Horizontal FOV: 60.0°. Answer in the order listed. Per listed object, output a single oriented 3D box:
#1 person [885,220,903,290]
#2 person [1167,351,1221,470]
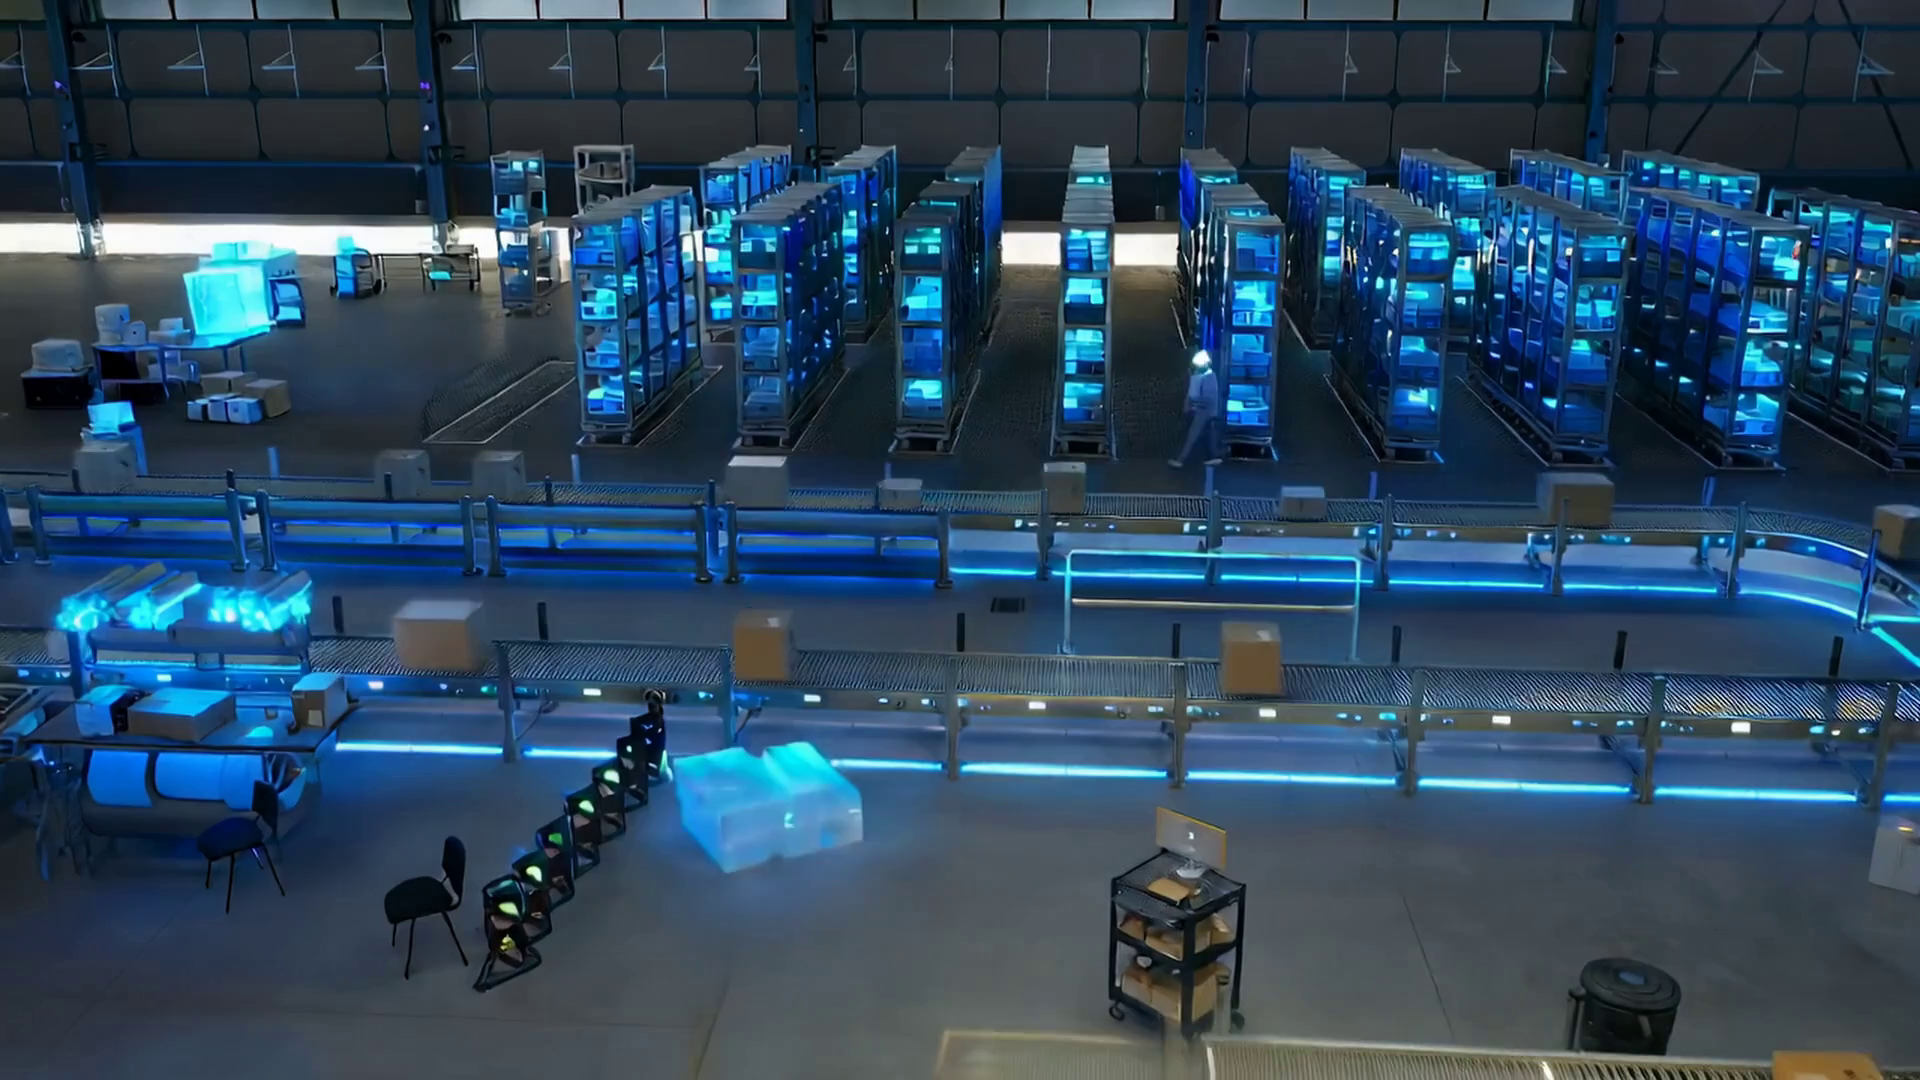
[{"bbox_3d":[-1.705,-6.955,40.675,0.844,1.799,0.607,1,18,3],"label":"person"},{"bbox_3d":[3.544,-1.939,24.792,0.942,1.782,0.589,-5,18,-15],"label":"person"}]
